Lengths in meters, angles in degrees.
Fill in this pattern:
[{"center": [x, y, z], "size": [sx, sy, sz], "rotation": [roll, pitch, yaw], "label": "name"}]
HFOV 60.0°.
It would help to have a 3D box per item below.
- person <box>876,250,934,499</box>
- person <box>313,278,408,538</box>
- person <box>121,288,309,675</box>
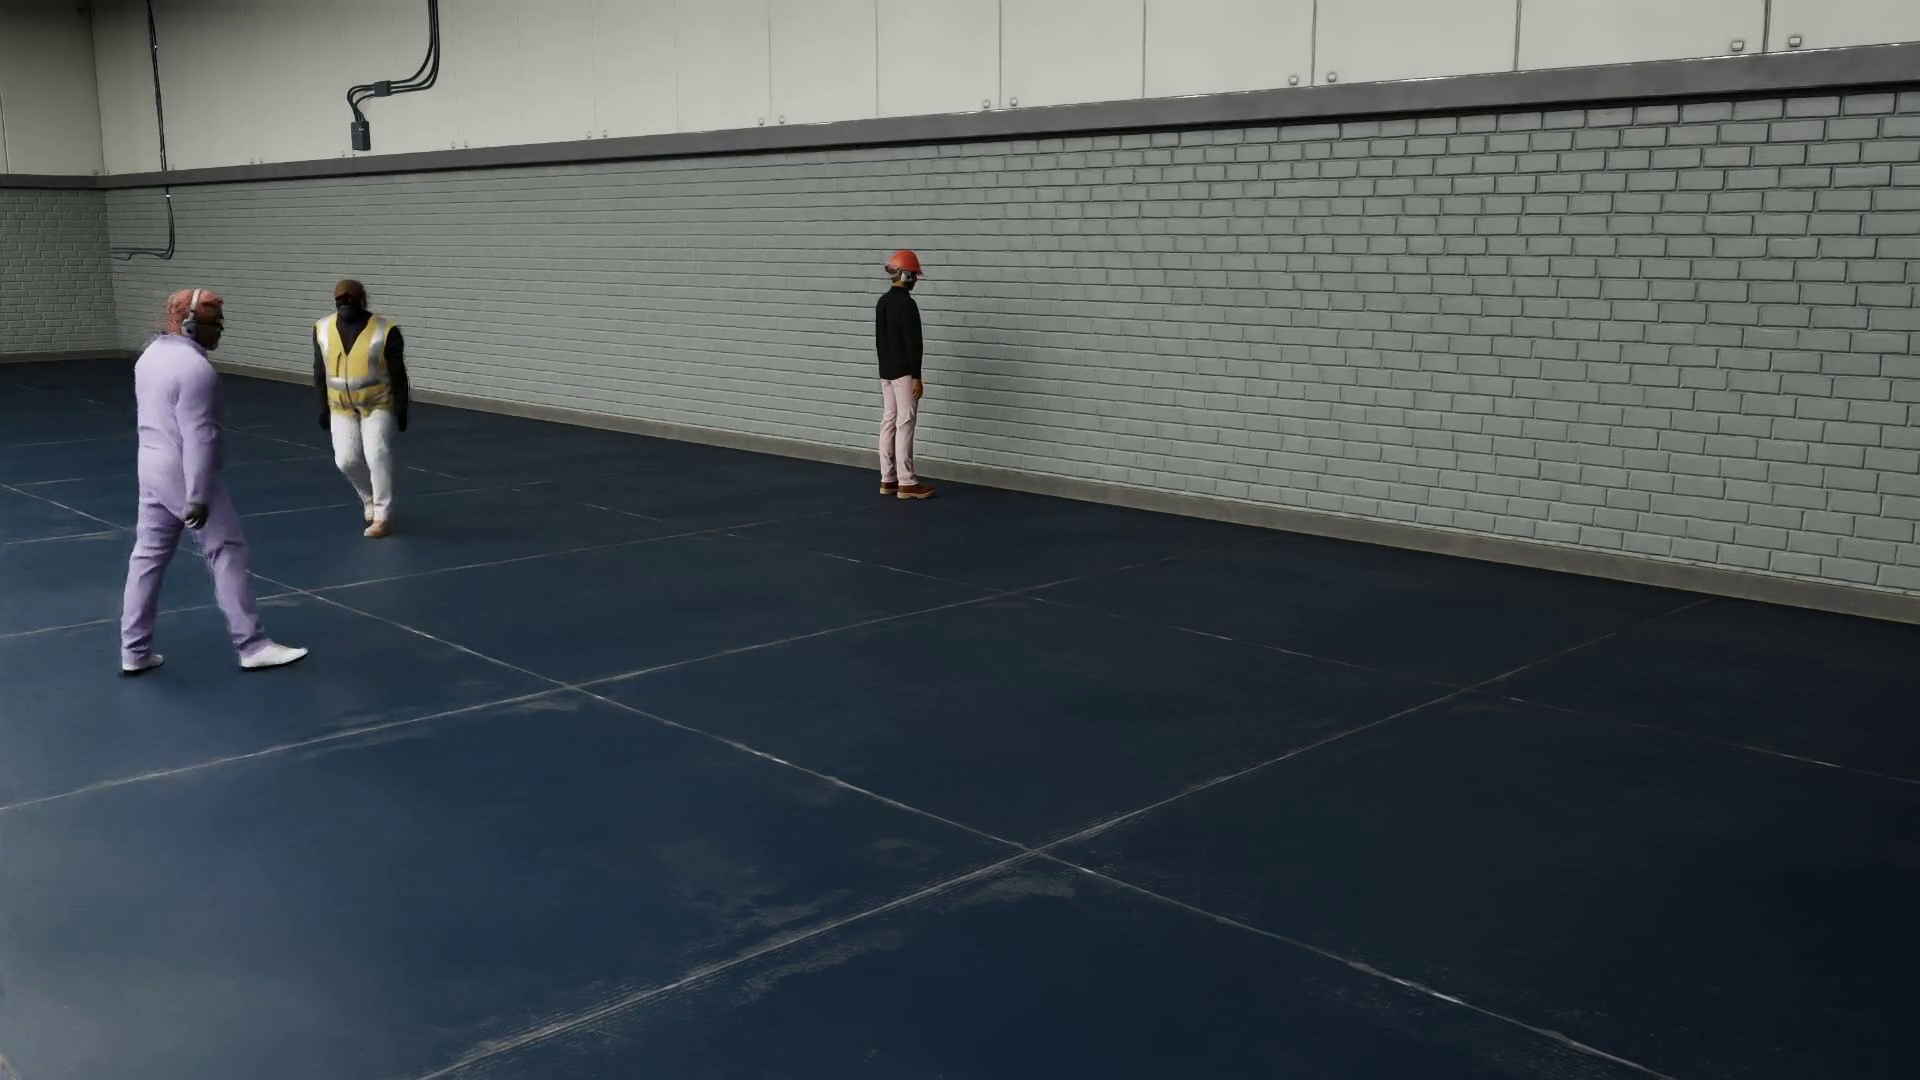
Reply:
[{"center": [-0.467, -1.349, 13.511], "size": [0.382, 1.994, 0.608], "rotation": [-6, 12, -30], "label": "person"}, {"center": [-4.213, -0.941, 11.776], "size": [0.661, 1.817, 0.554], "rotation": [1, 10, 3], "label": "person"}, {"center": [-3.719, -0.269, 8.036], "size": [0.689, 1.860, 0.737], "rotation": [9, 14, 40], "label": "person"}]
